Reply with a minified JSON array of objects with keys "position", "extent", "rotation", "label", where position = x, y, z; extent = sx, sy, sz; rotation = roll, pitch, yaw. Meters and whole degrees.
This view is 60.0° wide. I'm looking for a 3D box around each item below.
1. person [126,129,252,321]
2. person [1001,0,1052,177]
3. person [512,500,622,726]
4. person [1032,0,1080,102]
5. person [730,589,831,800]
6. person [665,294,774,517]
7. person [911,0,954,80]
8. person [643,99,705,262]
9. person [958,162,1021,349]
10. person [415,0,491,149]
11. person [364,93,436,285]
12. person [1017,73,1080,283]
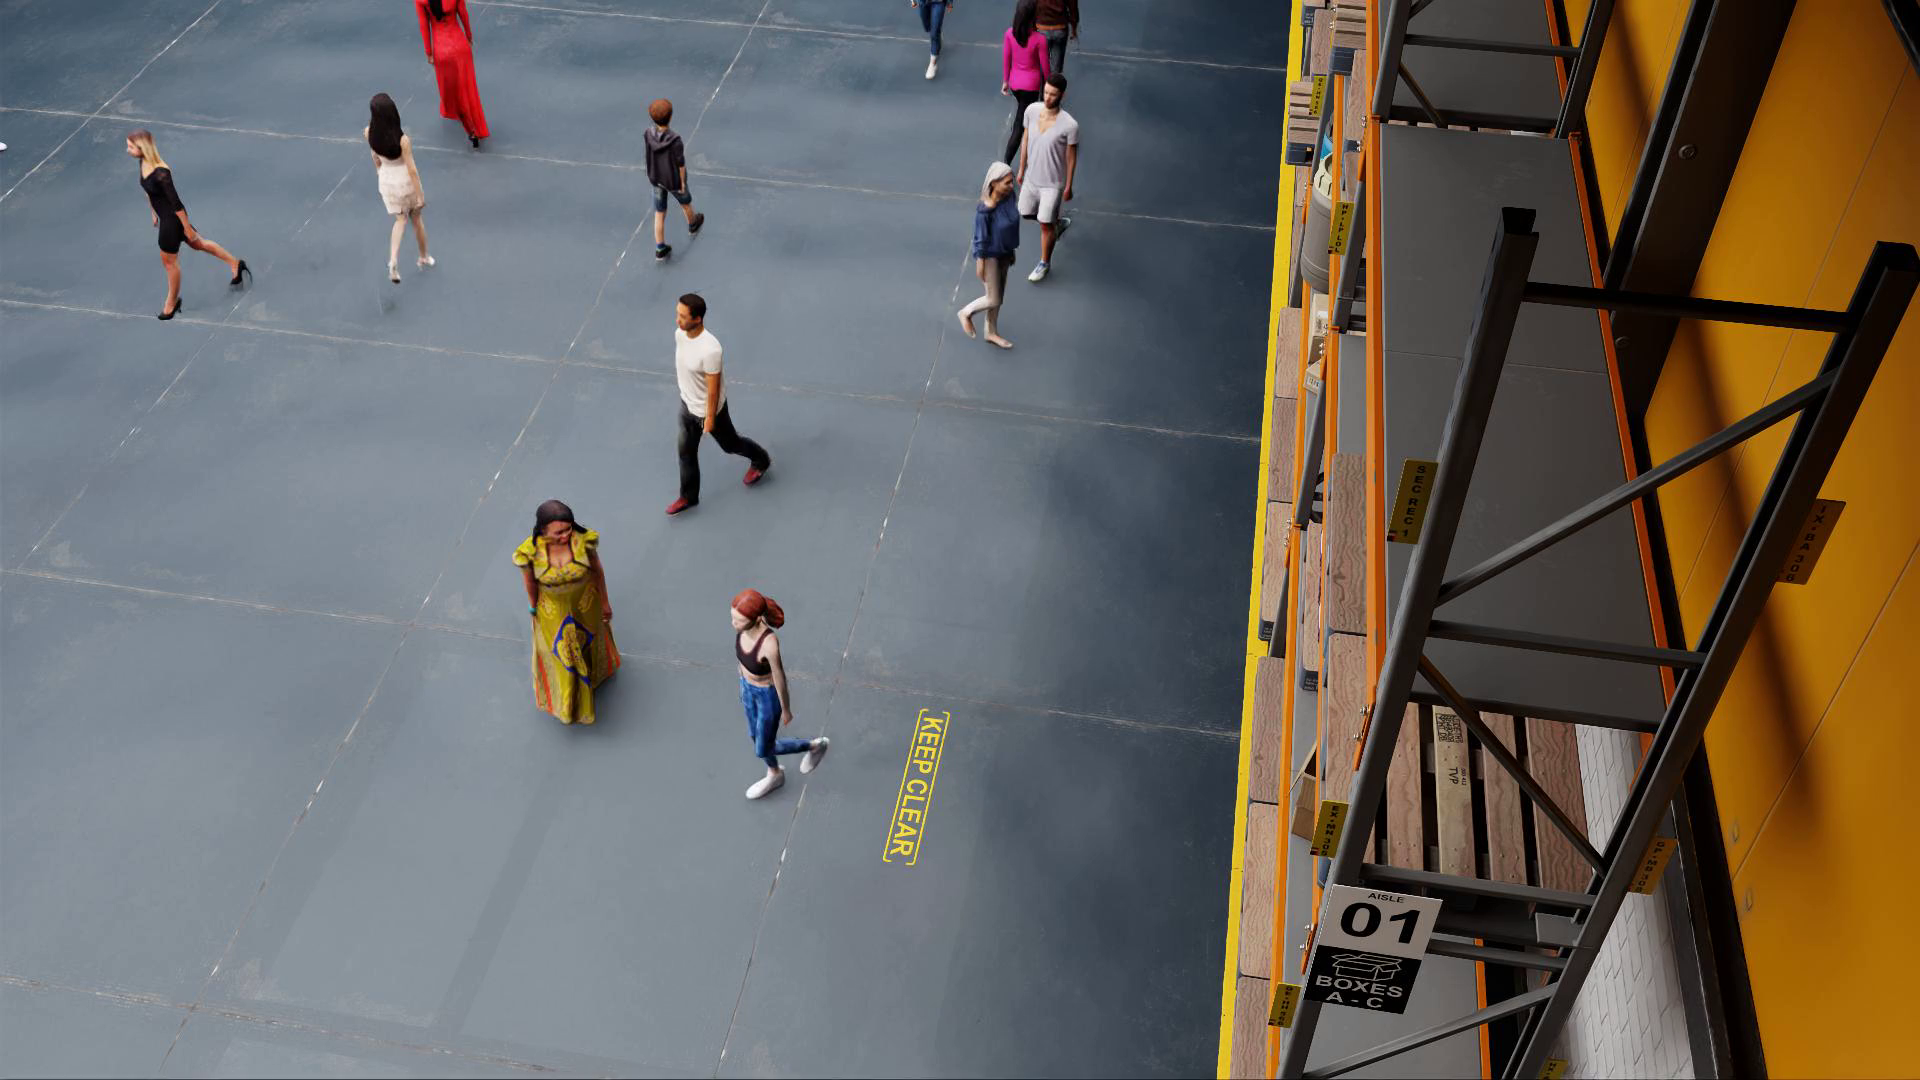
[{"position":[-6.363,-2.638,13.648],"extent":[1.124,1.636,1.003],"rotation":[-30,51,-28],"label":"person"},{"position":[0.541,-4.051,15.132],"extent":[0.946,1.647,1.278],"rotation":[25,49,24],"label":"person"},{"position":[-2.494,0.343,10.524],"extent":[1.115,1.639,1.194],"rotation":[-19,47,-19],"label":"person"},{"position":[0.875,-4.725,15.771],"extent":[0.830,1.730,1.201],"rotation":[-1,44,-1],"label":"person"},{"position":[-1.075,0.893,9.853],"extent":[0.872,1.769,0.817],"rotation":[-23,48,-23],"label":"person"},{"position":[-1.730,-0.993,11.831],"extent":[1.037,1.772,1.217],"rotation":[33,53,30],"label":"person"},{"position":[-0.258,-5.466,16.749],"extent":[0.653,1.453,0.975],"rotation":[12,45,13],"label":"person"},{"position":[-2.540,-3.063,14.258],"extent":[0.601,1.410,0.962],"rotation":[11,45,12],"label":"person"},{"position":[0.203,-2.277,13.240],"extent":[0.809,1.687,0.768],"rotation":[25,49,24],"label":"person"},{"position":[-4.728,-4.499,15.537],"extent":[1.075,1.736,1.232],"rotation":[-19,47,-19],"label":"person"},{"position":[-4.705,-2.874,13.836],"extent":[0.622,1.720,0.888],"rotation":[11,45,12],"label":"person"},{"position":[0.778,-3.092,13.975],"extent":[0.950,1.842,1.057],"rotation":[30,51,28],"label":"person"}]
